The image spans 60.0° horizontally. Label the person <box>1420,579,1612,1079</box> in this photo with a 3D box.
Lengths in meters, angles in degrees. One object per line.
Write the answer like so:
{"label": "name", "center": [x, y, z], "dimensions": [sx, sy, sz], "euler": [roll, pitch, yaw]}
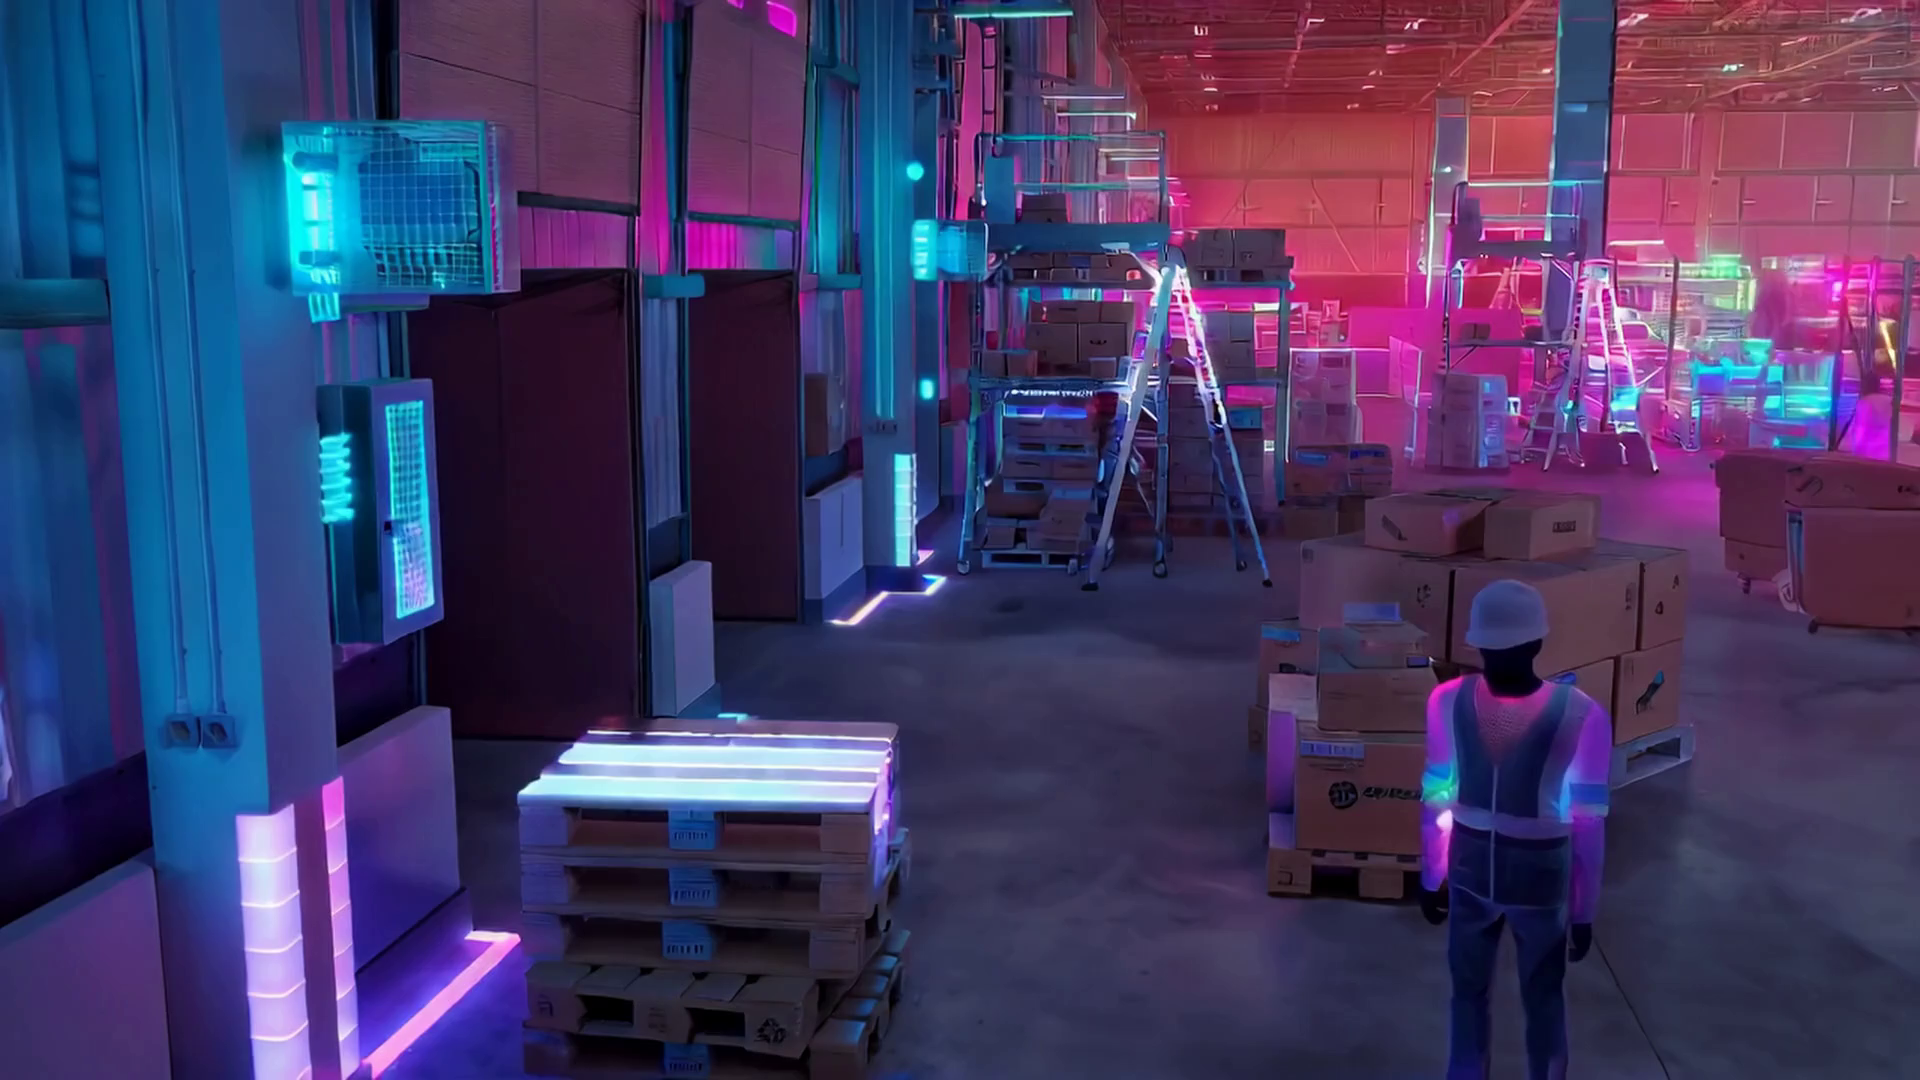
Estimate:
{"label": "person", "center": [1.694, 1.062, 5.182], "dimensions": [0.587, 1.918, 0.399], "euler": [7, 12, 39]}

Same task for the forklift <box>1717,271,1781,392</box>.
{"label": "forklift", "center": [18.616, -4.835, 38.584], "dimensions": [1.873, 2.768, 1.129], "euler": [1, 9, 9]}

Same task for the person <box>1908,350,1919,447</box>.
{"label": "person", "center": [15.599, -2.368, 26.888], "dimensions": [0.320, 1.739, 0.485], "euler": [9, 13, 43]}

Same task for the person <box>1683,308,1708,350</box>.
{"label": "person", "center": [18.695, -4.937, 42.279], "dimensions": [0.553, 1.883, 1.003], "euler": [7, 11, 35]}

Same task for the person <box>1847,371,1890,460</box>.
{"label": "person", "center": [10.601, -1.148, 19.566], "dimensions": [0.539, 1.661, 0.760], "euler": [-3, 10, -16]}

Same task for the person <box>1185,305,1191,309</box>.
{"label": "person", "center": [6.145, -5.359, 44.751], "dimensions": [0.544, 1.930, 0.388], "euler": [-6, 11, -32]}

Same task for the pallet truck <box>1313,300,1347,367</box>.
{"label": "pallet truck", "center": [11.159, -6.200, 49.718], "dimensions": [0.823, 1.965, 1.885], "euler": [4, 10, 26]}

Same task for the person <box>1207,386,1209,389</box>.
{"label": "person", "center": [5.156, -3.651, 35.135], "dimensions": [0.313, 1.634, 0.515], "euler": [-5, 11, -29]}
